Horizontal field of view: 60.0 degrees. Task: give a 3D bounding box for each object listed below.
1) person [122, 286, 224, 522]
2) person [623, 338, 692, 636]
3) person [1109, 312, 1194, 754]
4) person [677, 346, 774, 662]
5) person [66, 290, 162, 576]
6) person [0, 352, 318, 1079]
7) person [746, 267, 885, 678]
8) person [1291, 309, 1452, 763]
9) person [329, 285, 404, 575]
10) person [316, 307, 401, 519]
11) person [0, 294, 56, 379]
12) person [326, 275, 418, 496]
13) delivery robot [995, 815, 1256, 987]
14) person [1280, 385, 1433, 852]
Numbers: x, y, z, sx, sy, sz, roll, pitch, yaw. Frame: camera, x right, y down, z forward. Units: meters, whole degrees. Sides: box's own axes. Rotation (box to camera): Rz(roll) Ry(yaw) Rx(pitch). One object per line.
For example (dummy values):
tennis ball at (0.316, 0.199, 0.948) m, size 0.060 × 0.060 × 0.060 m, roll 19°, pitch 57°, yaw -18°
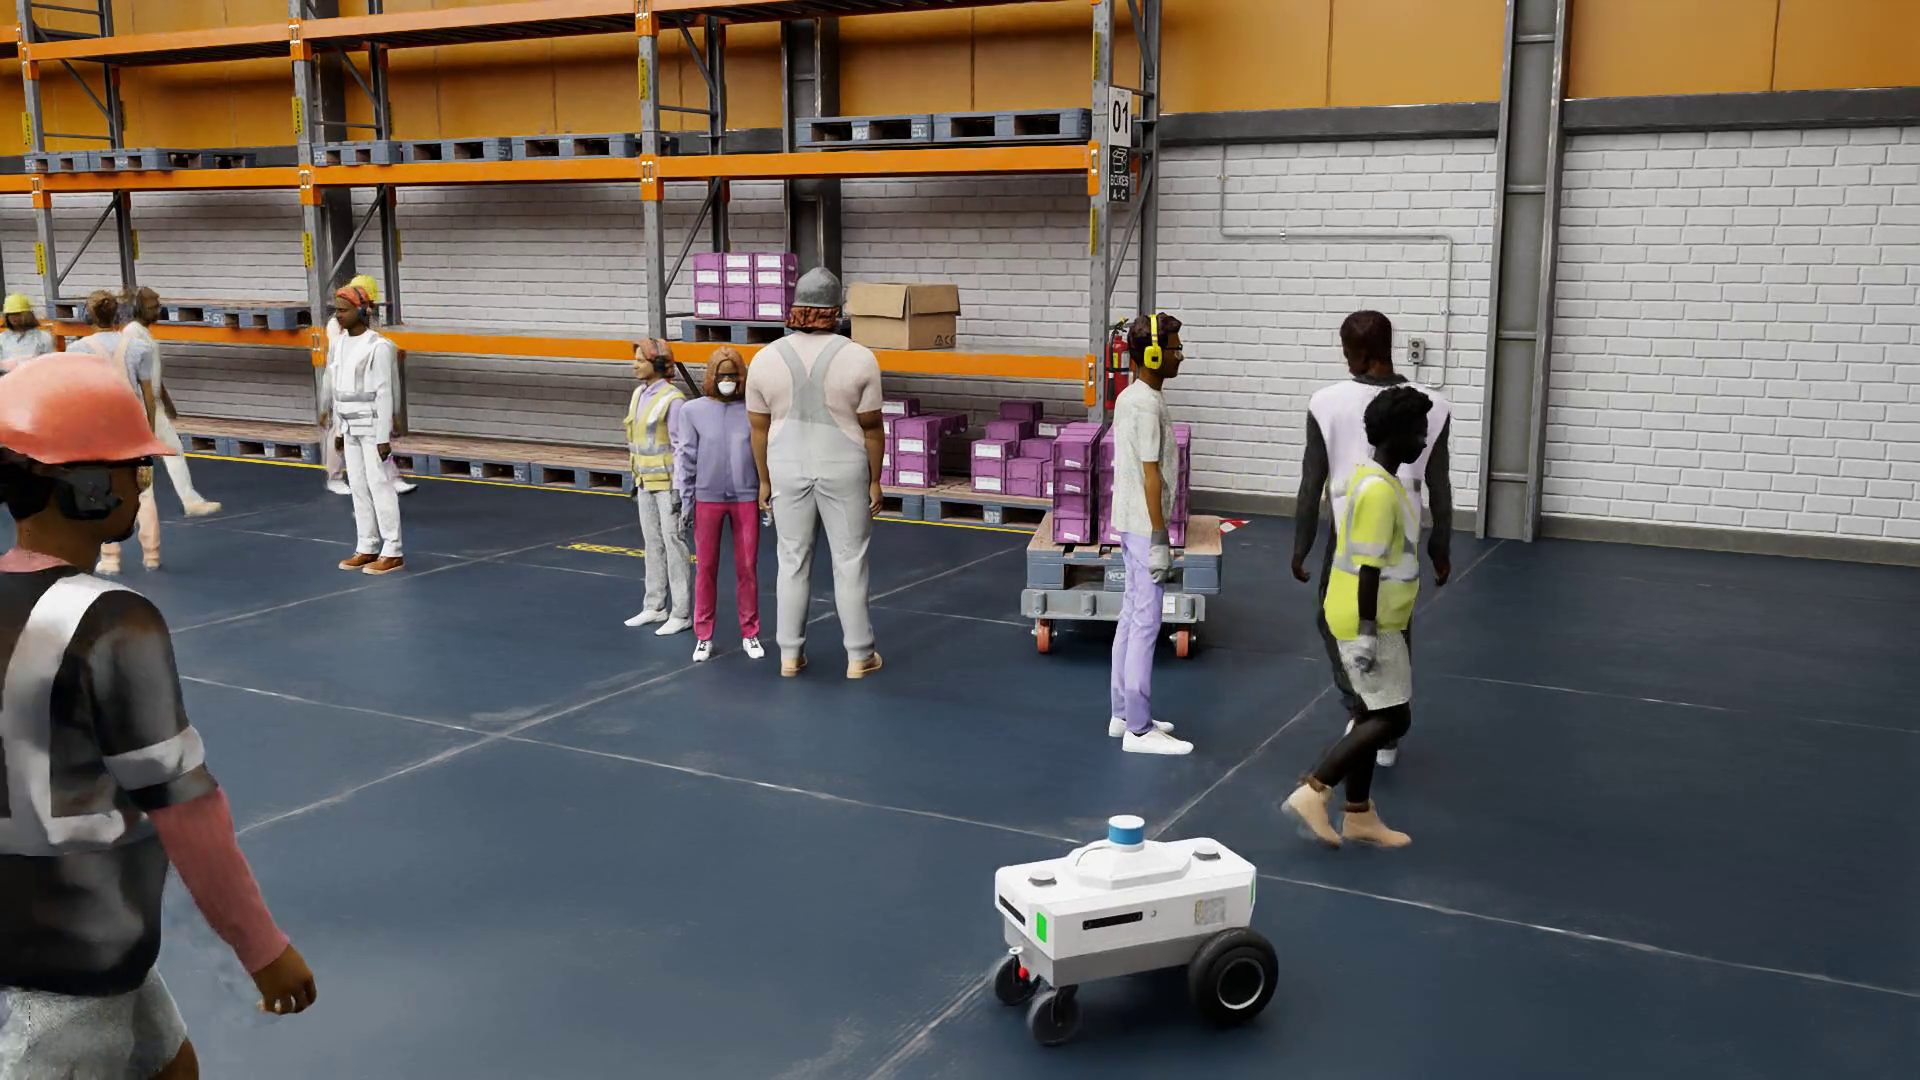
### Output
person at (-6.119, -1.028, 12.748) m, size 0.825 × 1.798 × 0.509 m, roll -5°, pitch 12°, yaw -26°
person at (-1.662, -0.296, 9.191) m, size 0.313 × 1.642 × 0.513 m, roll -8°, pitch 13°, yaw -39°
person at (0.813, -0.027, 7.090) m, size 0.329 × 1.872 × 0.508 m, roll -1°, pitch 10°, yaw -7°
person at (-1.205, -0.186, 8.613) m, size 0.497 × 1.632 × 0.289 m, roll -2°, pitch 11°, yaw -12°
person at (-5.480, -0.690, 10.789) m, size 0.507 × 1.847 × 0.343 m, roll -8°, pitch 13°, yaw -38°
person at (-1.493, 0.667, 2.967) m, size 0.626 × 1.979 × 1.086 m, roll 9°, pitch 13°, yaw 39°
person at (-0.687, -0.330, 8.284) m, size 0.677 × 2.000 × 0.536 m, roll 2°, pitch 10°, yaw 8°
person at (1.707, 0.011, 6.817) m, size 0.679 × 1.890 × 0.482 m, roll 0°, pitch 10°, yaw -3°
person at (-3.881, -0.712, 10.842) m, size 0.568 × 1.878 × 0.352 m, roll 9°, pitch 13°, yaw 39°
person at (-4.649, -1.012, 12.858) m, size 0.454 × 1.727 × 0.582 m, roll 7°, pitch 12°, yaw 33°
person at (-7.975, -1.258, 14.290) m, size 0.493 × 1.713 × 0.836 m, roll -1°, pitch 10°, yaw -6°
person at (-5.018, -1.275, 13.934) m, size 0.991 × 1.859 × 0.612 m, roll 6°, pitch 12°, yaw 29°
delivery robot at (0.465, 1.021, 4.691) m, size 0.707 × 0.478 × 0.477 m, roll -4°, pitch 11°, yaw -21°
person at (1.420, 0.288, 5.879) m, size 0.430 × 1.672 × 0.555 m, roll 2°, pitch 11°, yaw 12°
